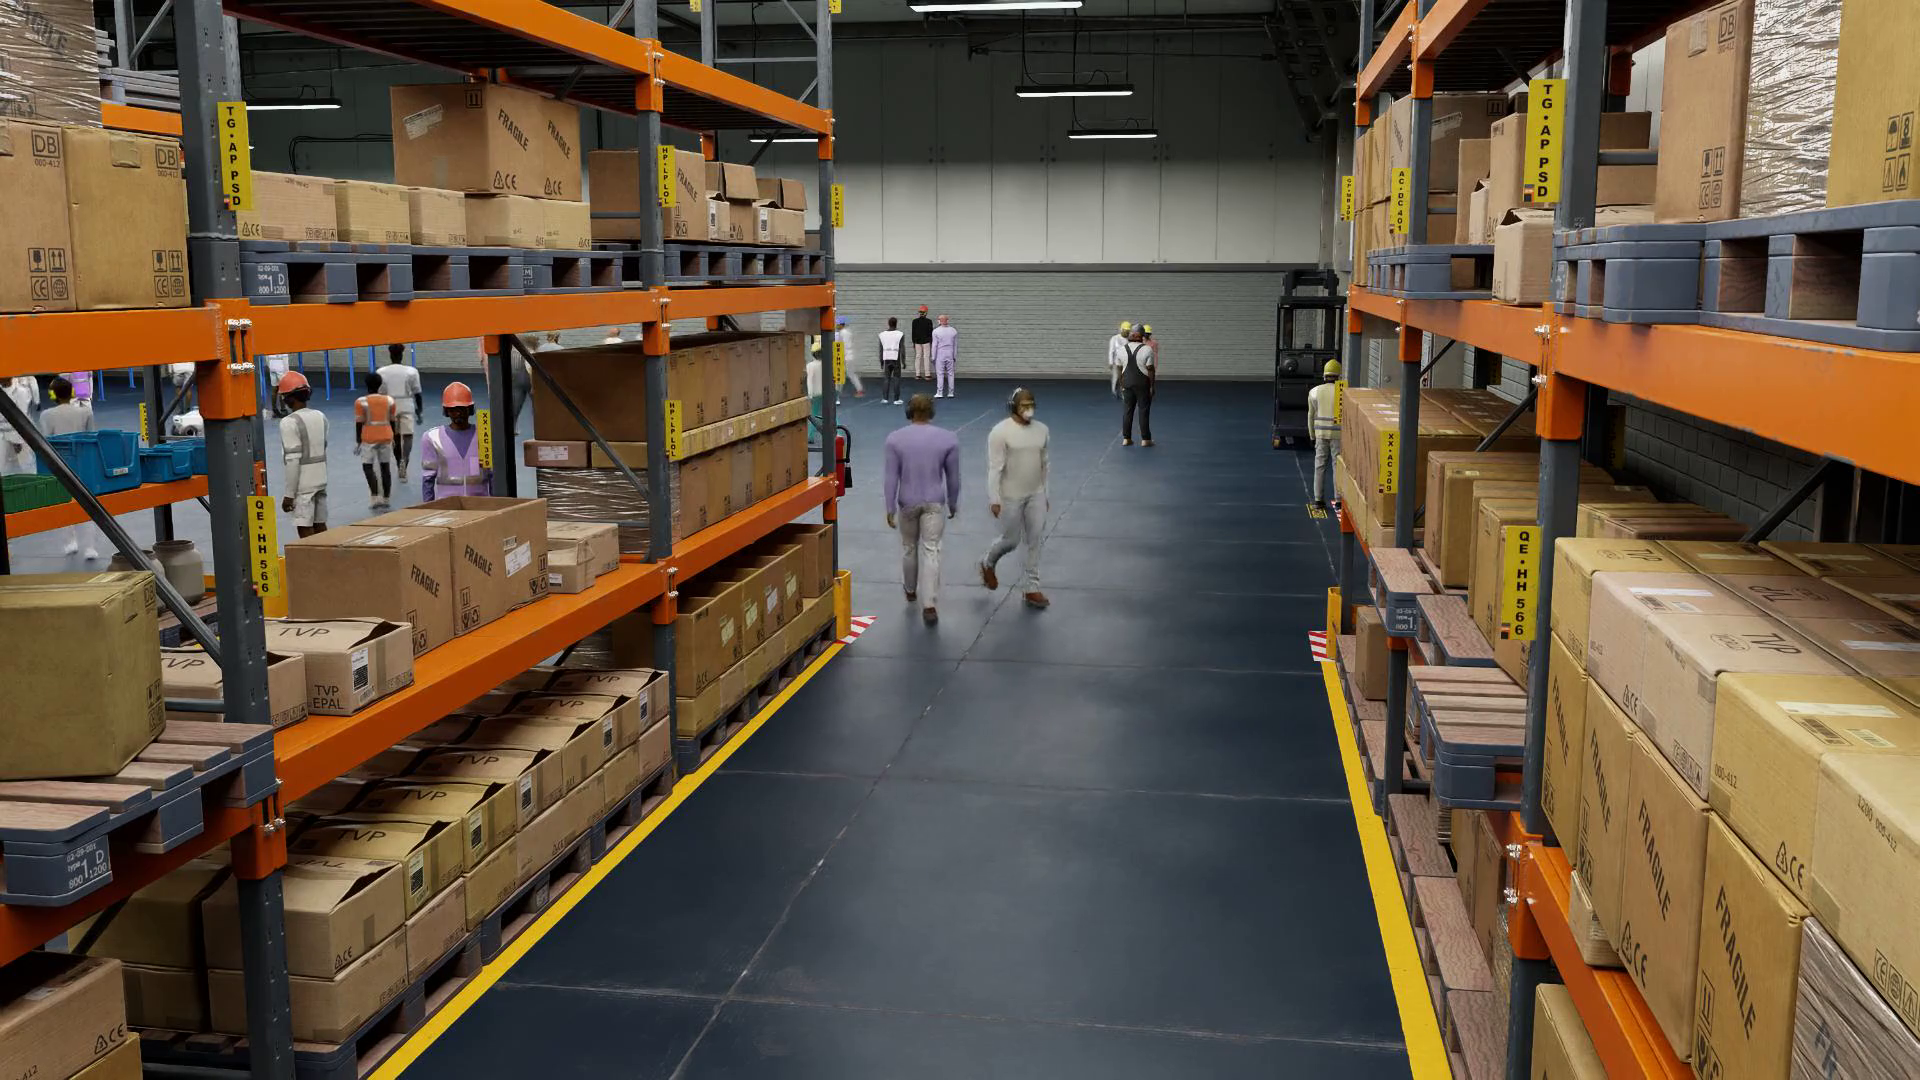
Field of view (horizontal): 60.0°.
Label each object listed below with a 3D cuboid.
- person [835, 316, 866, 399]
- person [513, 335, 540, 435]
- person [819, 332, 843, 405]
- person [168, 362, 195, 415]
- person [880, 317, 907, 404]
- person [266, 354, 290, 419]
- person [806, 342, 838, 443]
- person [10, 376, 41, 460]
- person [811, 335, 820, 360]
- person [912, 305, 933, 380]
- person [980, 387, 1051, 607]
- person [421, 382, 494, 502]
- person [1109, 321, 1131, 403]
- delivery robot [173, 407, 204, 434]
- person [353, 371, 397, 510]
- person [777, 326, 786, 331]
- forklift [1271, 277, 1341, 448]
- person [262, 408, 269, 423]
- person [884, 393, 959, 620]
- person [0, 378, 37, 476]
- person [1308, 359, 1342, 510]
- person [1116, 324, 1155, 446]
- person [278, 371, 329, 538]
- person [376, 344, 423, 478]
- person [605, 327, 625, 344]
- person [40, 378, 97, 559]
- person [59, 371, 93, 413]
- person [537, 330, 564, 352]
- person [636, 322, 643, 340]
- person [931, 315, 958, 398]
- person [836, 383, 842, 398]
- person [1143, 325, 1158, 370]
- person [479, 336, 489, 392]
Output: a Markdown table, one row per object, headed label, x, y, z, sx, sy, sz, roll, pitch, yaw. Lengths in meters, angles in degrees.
| label | x | y | z | sx | sy | sz | roll | pitch | yaw |
| --- | --- | --- | --- | --- | --- | --- | --- | --- | --- |
| person | -2.615 | -4.173 | 38.022 | 1.018 | 1.901 | 0.620 | -5 | 10 | -26 |
| person | -7.670 | -2.758 | 29.640 | 0.598 | 1.782 | 1.003 | 8 | 12 | 41 |
| person | -2.816 | -3.884 | 36.121 | 0.594 | 1.926 | 0.366 | -7 | 12 | -37 |
| person | -15.537 | -3.428 | 33.355 | 0.583 | 1.905 | 0.835 | -3 | 10 | -18 |
| person | -1.469 | -3.944 | 36.577 | 0.608 | 1.905 | 0.454 | 4 | 10 | 23 |
| person | -13.517 | -3.393 | 33.070 | 0.552 | 1.932 | 0.377 | 5 | 11 | 31 |
| person | -2.333 | -2.468 | 27.970 | 0.531 | 1.731 | 0.858 | -7 | 12 | -37 |
| person | -14.657 | -2.175 | 25.905 | 0.579 | 1.826 | 1.013 | 0 | 9 | -1 |
| person | -3.416 | -4.720 | 41.552 | 0.621 | 1.841 | 0.429 | 4 | 10 | 24 |
| person | -0.989 | -5.313 | 44.722 | 0.623 | 1.992 | 0.392 | 4 | 10 | 23 |
| person | 0.502 | -0.399 | 14.667 | 0.637 | 1.917 | 0.750 | -6 | 11 | -34 |
| person | -3.974 | -0.245 | 13.324 | 0.615 | 2.040 | 0.391 | -4 | 10 | -23 |
| person | 3.590 | -3.956 | 36.910 | 0.612 | 1.811 | 0.694 | -1 | 9 | -4 |
| delivery robot | -13.356 | -2.087 | 29.102 | 0.477 | 0.478 | 0.707 | 8 | 12 | 41 |
| person | -7.195 | -1.231 | 20.479 | 0.553 | 1.697 | 0.374 | -9 | 13 | -44 |
| person | -3.436 | -3.276 | 32.667 | 0.658 | 1.831 | 0.563 | 3 | 10 | 20 |
| forklift | 5.847 | -3.016 | 27.970 | 1.129 | 2.768 | 1.873 | 1 | 9 | 9 |
| person | -13.465 | -3.000 | 31.433 | 0.650 | 1.673 | 0.539 | -2 | 9 | -12 |
| person | -0.326 | -0.313 | 14.245 | 0.631 | 1.881 | 1.027 | 0 | 9 | 2 |
| person | -11.456 | -1.227 | 20.019 | 0.589 | 1.836 | 0.897 | 4 | 10 | 23 |
| person | 4.569 | -1.294 | 20.424 | 0.586 | 1.837 | 0.403 | 6 | 11 | 35 |
| person | 2.995 | -2.591 | 27.931 | 0.674 | 2.000 | 0.536 | 6 | 11 | 31 |
| person | -5.827 | -0.476 | 14.754 | 0.395 | 2.040 | 0.609 | 2 | 9 | 10 |
| person | -7.910 | -1.834 | 23.450 | 0.613 | 1.939 | 0.850 | -2 | 9 | -11 |
| person | -7.911 | -4.106 | 38.461 | 0.546 | 1.596 | 0.812 | 3 | 10 | 17 |
| person | -9.062 | -0.742 | 17.034 | 0.577 | 1.825 | 0.869 | -6 | 11 | -32 |
| person | -13.935 | -2.283 | 26.210 | 0.361 | 1.939 | 0.542 | 5 | 10 | 27 |
| person | -7.034 | -2.702 | 28.808 | 0.627 | 1.936 | 0.370 | 5 | 11 | 30 |
| person | -6.958 | -3.915 | 36.658 | 0.505 | 1.810 | 0.983 | 4 | 10 | 25 |
| person | -0.378 | -4.213 | 38.233 | 0.638 | 1.902 | 0.407 | -5 | 10 | -27 |
| person | -2.390 | -2.629 | 29.350 | 0.521 | 1.600 | 0.764 | -8 | 12 | -39 |
| person | 4.120 | -3.943 | 37.075 | 0.537 | 1.733 | 0.696 | -1 | 9 | -6 |
| person | -10.628 | -4.153 | 37.911 | 0.663 | 1.893 | 0.432 | -1 | 9 | -5 |
